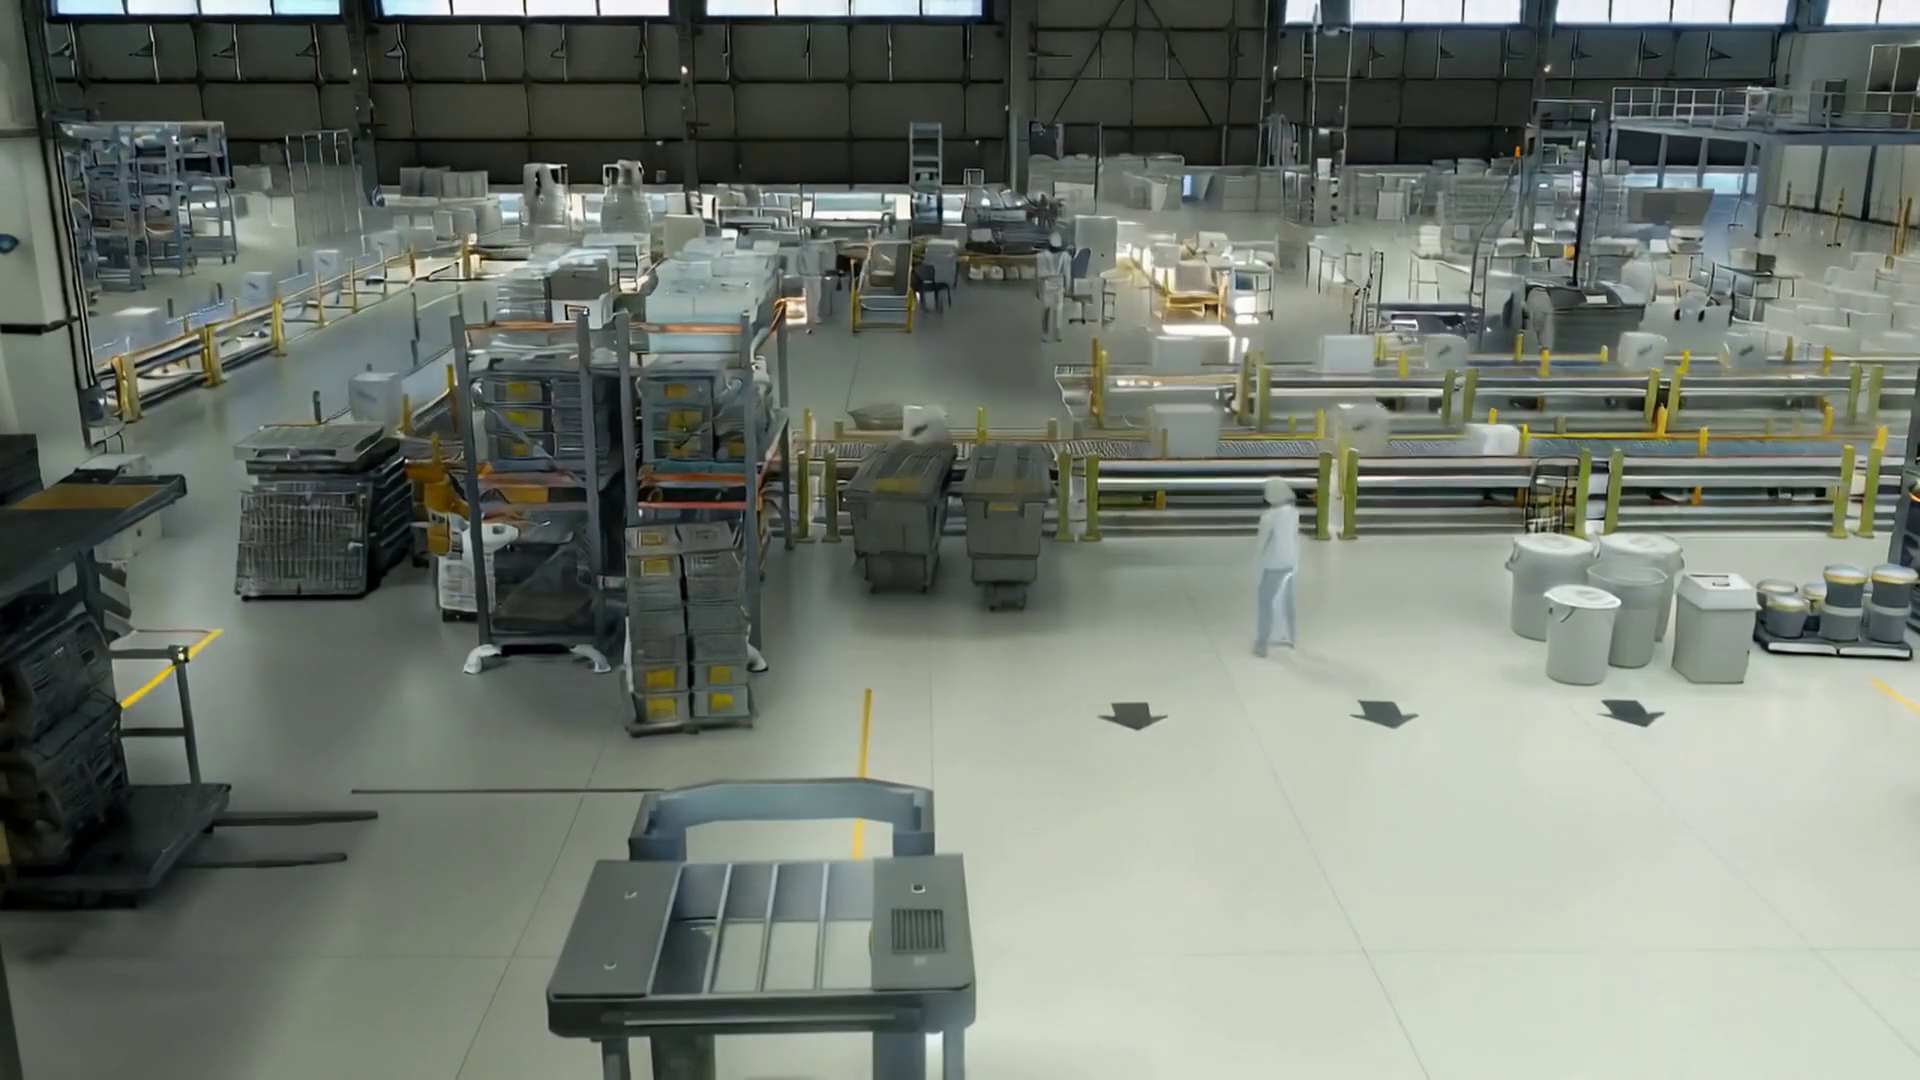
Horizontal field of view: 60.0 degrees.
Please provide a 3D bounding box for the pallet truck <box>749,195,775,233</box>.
[{"bbox_3d":[-6.051,-9.967,50.660,0.680,1.201,1.601,0,16,-1],"label":"pallet truck"}]

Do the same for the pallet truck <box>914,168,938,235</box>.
[{"bbox_3d":[-0.989,-10.316,50.507,0.823,1.965,1.885,1,16,3],"label":"pallet truck"}]

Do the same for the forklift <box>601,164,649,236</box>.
[{"bbox_3d":[-9.948,-10.127,49.296,1.157,1.987,2.680,-1,16,-3],"label":"forklift"}]

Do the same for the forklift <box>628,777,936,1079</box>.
[{"bbox_3d":[-0.542,2.165,5.552,1.129,2.768,1.873,-1,16,-2],"label":"forklift"}]

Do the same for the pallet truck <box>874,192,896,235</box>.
[{"bbox_3d":[-2.277,-9.986,50.594,0.653,1.274,1.630,0,16,-1],"label":"pallet truck"}]

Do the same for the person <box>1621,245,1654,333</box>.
[{"bbox_3d":[12.589,-4.568,30.917,0.610,1.790,0.635,9,18,29],"label":"person"}]

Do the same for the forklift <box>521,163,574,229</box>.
[{"bbox_3d":[-12.233,-10.122,49.298,1.157,1.987,2.680,0,16,-1],"label":"forklift"}]

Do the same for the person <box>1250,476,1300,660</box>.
[{"bbox_3d":[2.768,0.235,14.497,0.539,1.623,0.321,-14,21,-40],"label":"person"}]

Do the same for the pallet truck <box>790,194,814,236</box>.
[{"bbox_3d":[-4.814,-9.883,50.259,0.704,1.261,1.522,-1,16,-3],"label":"pallet truck"}]

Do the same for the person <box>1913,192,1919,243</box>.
[{"bbox_3d":[27.735,-9.440,47.740,0.505,1.842,0.345,0,16,0],"label":"person"}]

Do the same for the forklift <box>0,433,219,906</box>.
[{"bbox_3d":[-5.952,0.780,10.366,1.873,2.768,1.129,0,16,-1],"label":"forklift"}]

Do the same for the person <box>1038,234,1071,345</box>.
[{"bbox_3d":[1.742,-4.601,30.562,0.609,2.043,0.397,-3,16,-11],"label":"person"}]

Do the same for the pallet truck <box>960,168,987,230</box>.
[{"bbox_3d":[0.383,-10.230,50.206,0.823,1.965,1.885,-1,16,-3],"label":"pallet truck"}]

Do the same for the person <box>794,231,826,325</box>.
[{"bbox_3d":[-2.916,-5.153,32.832,0.486,1.869,0.695,13,21,38],"label":"person"}]
